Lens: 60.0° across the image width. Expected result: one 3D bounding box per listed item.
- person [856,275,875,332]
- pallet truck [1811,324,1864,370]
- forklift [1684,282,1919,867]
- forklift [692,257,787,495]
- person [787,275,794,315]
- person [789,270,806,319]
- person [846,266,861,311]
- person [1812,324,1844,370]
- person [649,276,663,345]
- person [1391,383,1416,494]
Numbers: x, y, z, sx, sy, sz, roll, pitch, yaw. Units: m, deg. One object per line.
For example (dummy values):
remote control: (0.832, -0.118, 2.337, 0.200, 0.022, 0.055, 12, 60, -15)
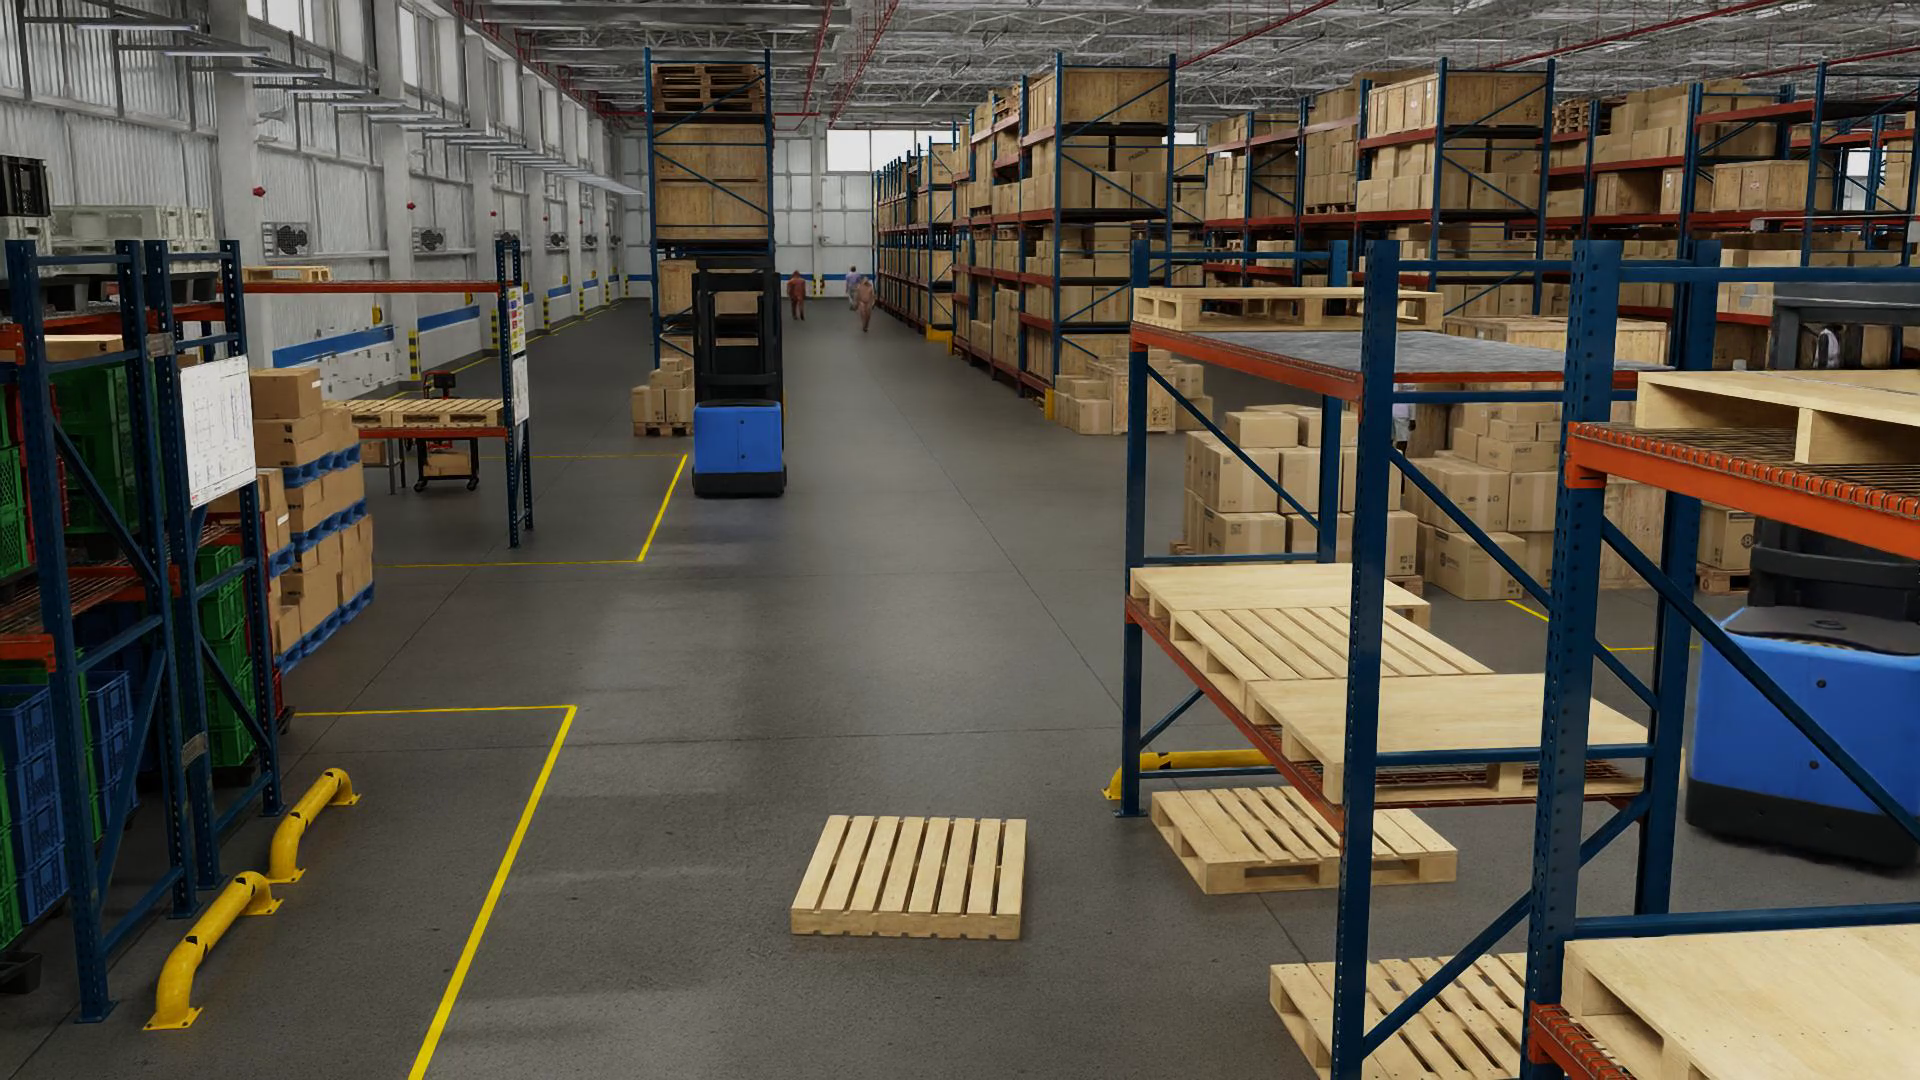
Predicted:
person: (-3.153, -7.878, 55.354, 0.642, 1.892, 0.544, -2, 11, -13)
pallet truck: (15.846, -3.142, 28.793, 1.885, 1.965, 0.823, 2, 10, 12)
forklift: (4.647, 0.052, 8.648, 1.129, 2.768, 1.873, 8, 13, 37)
forklift: (-2.703, -2.040, 20.236, 1.129, 2.768, 1.873, -1, 10, -6)
person: (-6.790, -10.009, 67.881, 0.526, 1.618, 0.604, 1, 10, 6)
person: (-6.212, -9.361, 63.545, 0.657, 1.886, 0.602, -2, 10, -10)
person: (-4.597, -10.824, 71.614, 0.652, 1.900, 0.920, -1, 10, -5)
person: (13.128, -2.451, 25.214, 0.397, 1.911, 0.587, 9, 14, 42)
person: (-8.818, -6.665, 48.184, 0.377, 2.041, 0.616, 3, 11, 18)
person: (5.286, -1.529, 20.019, 0.375, 1.935, 0.550, -7, 12, -32)
